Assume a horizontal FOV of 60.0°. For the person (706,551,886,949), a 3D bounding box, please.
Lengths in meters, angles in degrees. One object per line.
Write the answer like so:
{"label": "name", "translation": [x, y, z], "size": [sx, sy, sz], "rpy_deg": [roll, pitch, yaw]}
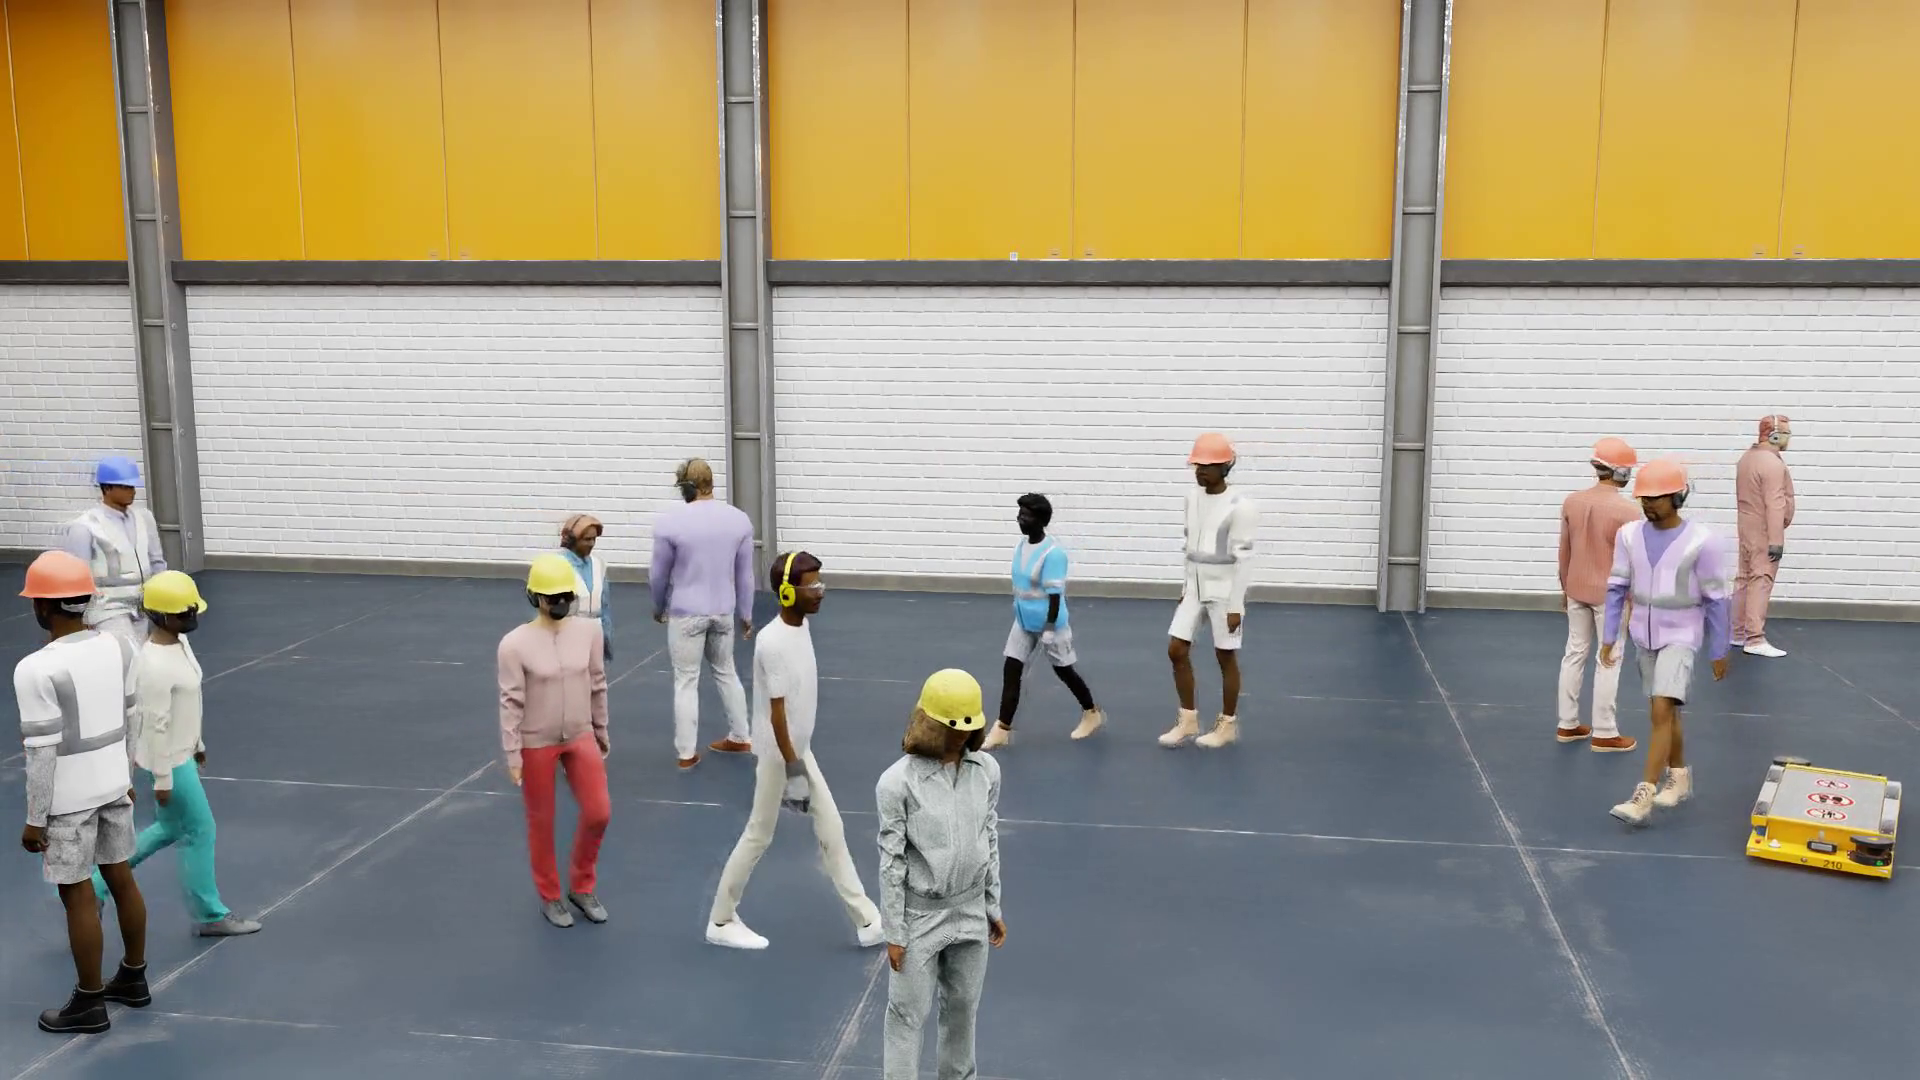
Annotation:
{"label": "person", "translation": [-0.701, 0.949, 7.344], "size": [0.994, 1.812, 0.554], "rpy_deg": [2, 10, 15]}

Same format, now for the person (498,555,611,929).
{"label": "person", "translation": [-1.822, 0.933, 7.604], "size": [0.556, 1.747, 0.483], "rpy_deg": [-7, 12, -37]}

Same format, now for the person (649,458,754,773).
{"label": "person", "translation": [-1.589, 0.449, 10.148], "size": [0.633, 1.910, 0.518], "rpy_deg": [-7, 12, -38]}

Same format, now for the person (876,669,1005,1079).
{"label": "person", "translation": [-0.047, 1.275, 5.569], "size": [0.484, 1.737, 0.305], "rpy_deg": [-7, 11, -36]}

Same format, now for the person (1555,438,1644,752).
{"label": "person", "translation": [4.075, 0.346, 10.546], "size": [0.403, 1.988, 0.640], "rpy_deg": [-5, 10, -27]}

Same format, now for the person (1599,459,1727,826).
{"label": "person", "translation": [3.801, 0.562, 9.154], "size": [1.004, 1.993, 0.615], "rpy_deg": [-6, 11, -33]}

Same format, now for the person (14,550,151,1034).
{"label": "person", "translation": [-3.521, 1.000, 6.643], "size": [0.354, 1.939, 0.544], "rpy_deg": [3, 10, 15]}

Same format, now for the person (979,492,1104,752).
{"label": "person", "translation": [0.544, 0.508, 10.576], "size": [0.902, 1.652, 0.537], "rpy_deg": [-6, 11, -32]}

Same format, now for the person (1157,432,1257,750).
{"label": "person", "translation": [1.508, 0.344, 10.409], "size": [0.686, 2.024, 0.636], "rpy_deg": [-7, 11, -36]}

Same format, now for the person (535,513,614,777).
{"label": "person", "translation": [-2.289, 0.639, 9.856], "size": [0.392, 1.620, 0.525], "rpy_deg": [5, 10, 27]}

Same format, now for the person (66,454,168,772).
{"label": "person", "translation": [-5.043, 0.438, 10.130], "size": [0.662, 1.922, 0.610], "rpy_deg": [2, 9, 13]}

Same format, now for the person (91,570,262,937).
{"label": "person", "translation": [-3.591, 0.975, 7.407], "size": [0.722, 1.732, 0.537], "rpy_deg": [-3, 10, -18]}

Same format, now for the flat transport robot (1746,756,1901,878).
{"label": "flat transport robot", "translation": [4.662, 1.461, 8.930], "size": [0.652, 0.197, 1.431], "rpy_deg": [5, 11, 30]}

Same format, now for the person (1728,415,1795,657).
{"label": "person", "translation": [6.380, -0.043, 13.175], "size": [0.403, 1.906, 0.652], "rpy_deg": [1, 9, 5]}
